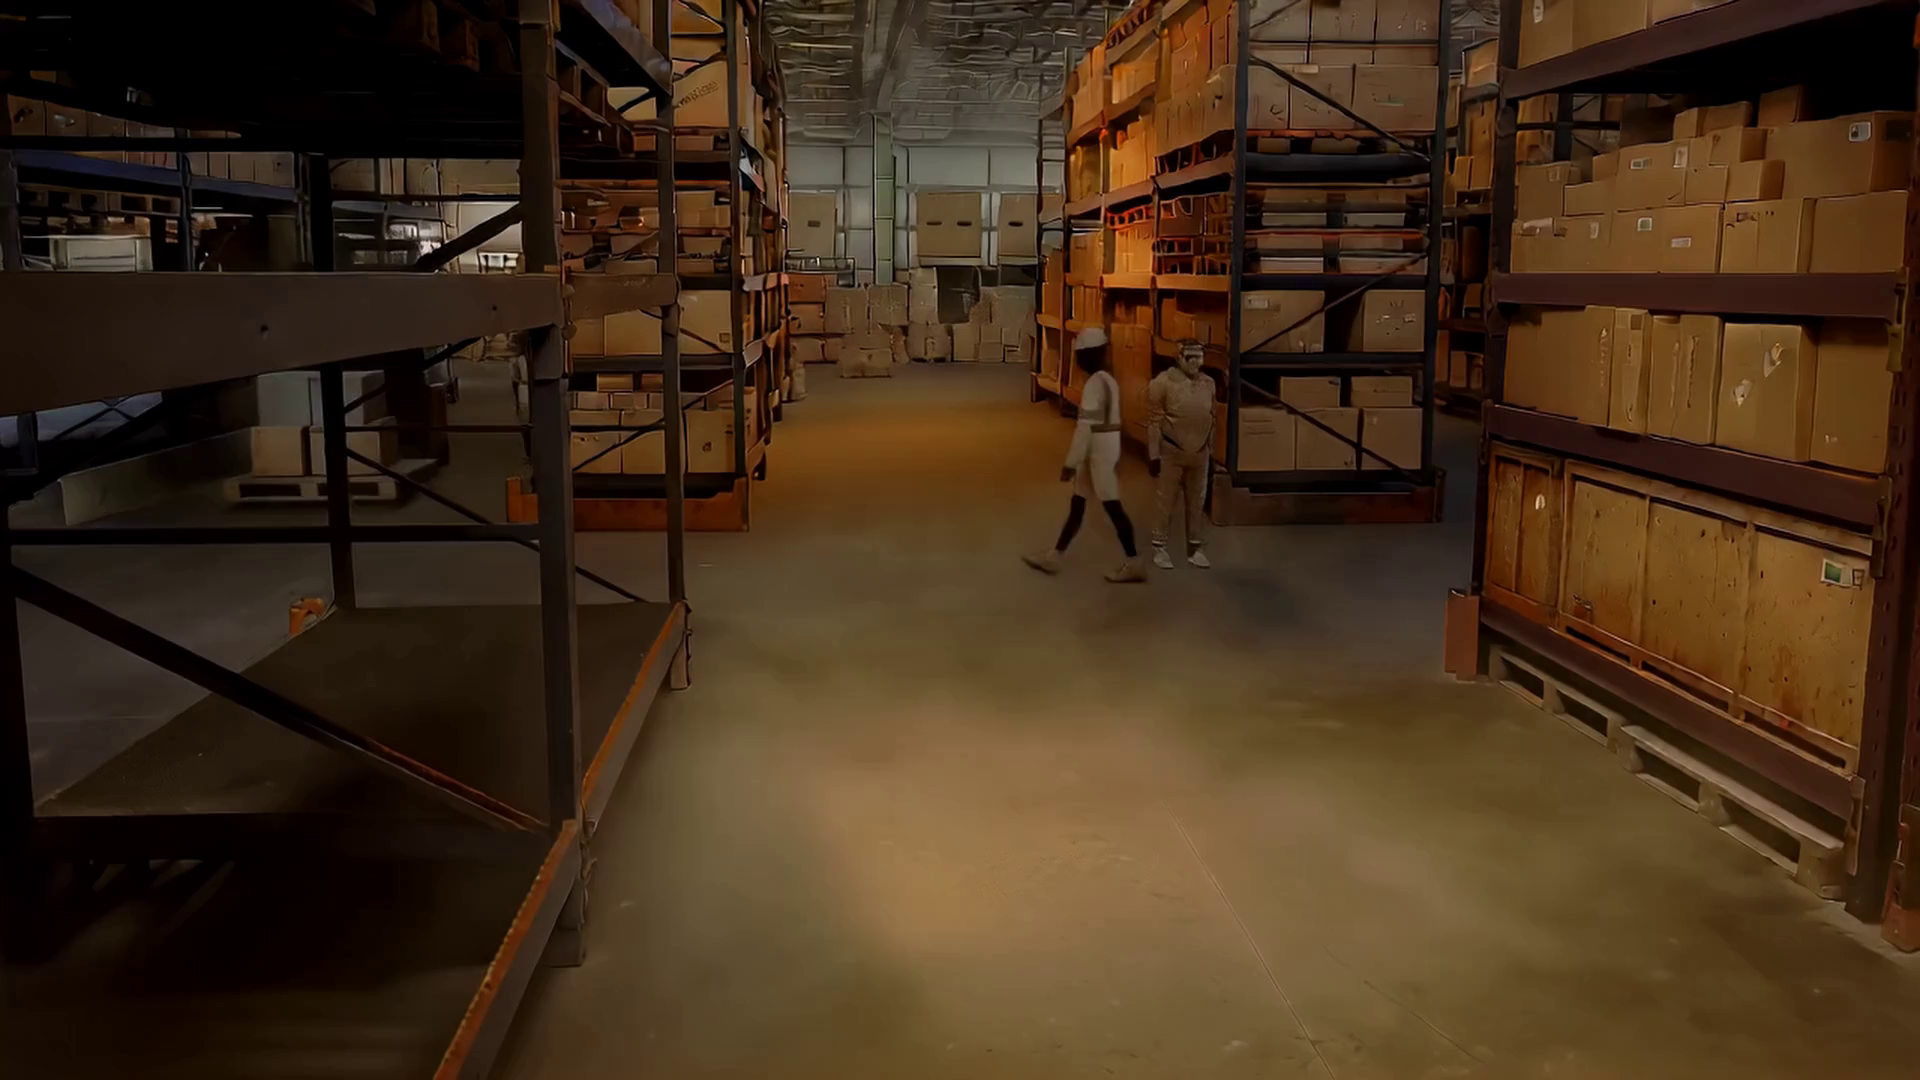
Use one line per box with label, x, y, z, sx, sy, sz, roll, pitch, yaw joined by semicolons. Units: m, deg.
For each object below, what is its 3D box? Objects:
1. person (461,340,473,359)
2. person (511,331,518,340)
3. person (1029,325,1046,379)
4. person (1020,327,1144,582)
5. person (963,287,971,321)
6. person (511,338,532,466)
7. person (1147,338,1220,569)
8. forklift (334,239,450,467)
person;-14.274;-6.152;47.887;0.356;1.881;0.575;9;13;44
person;-16.684;-8.490;62.071;0.536;2.000;0.688;-1;9;-3
person;2.023;-4.436;37.820;0.815;1.656;0.536;1;9;5
person;0.980;-0.655;13.010;1.034;1.986;0.639;2;9;10
person;0.399;-9.890;71.238;0.602;1.910;0.622;-4;10;-22
person;-5.425;-1.790;21.194;0.549;1.642;0.858;0;9;-3
person;1.849;-0.707;13.661;0.647;1.900;0.400;-3;9;-17
forklift;-6.873;-2.181;19.825;1.129;2.768;1.873;-1;9;-4
